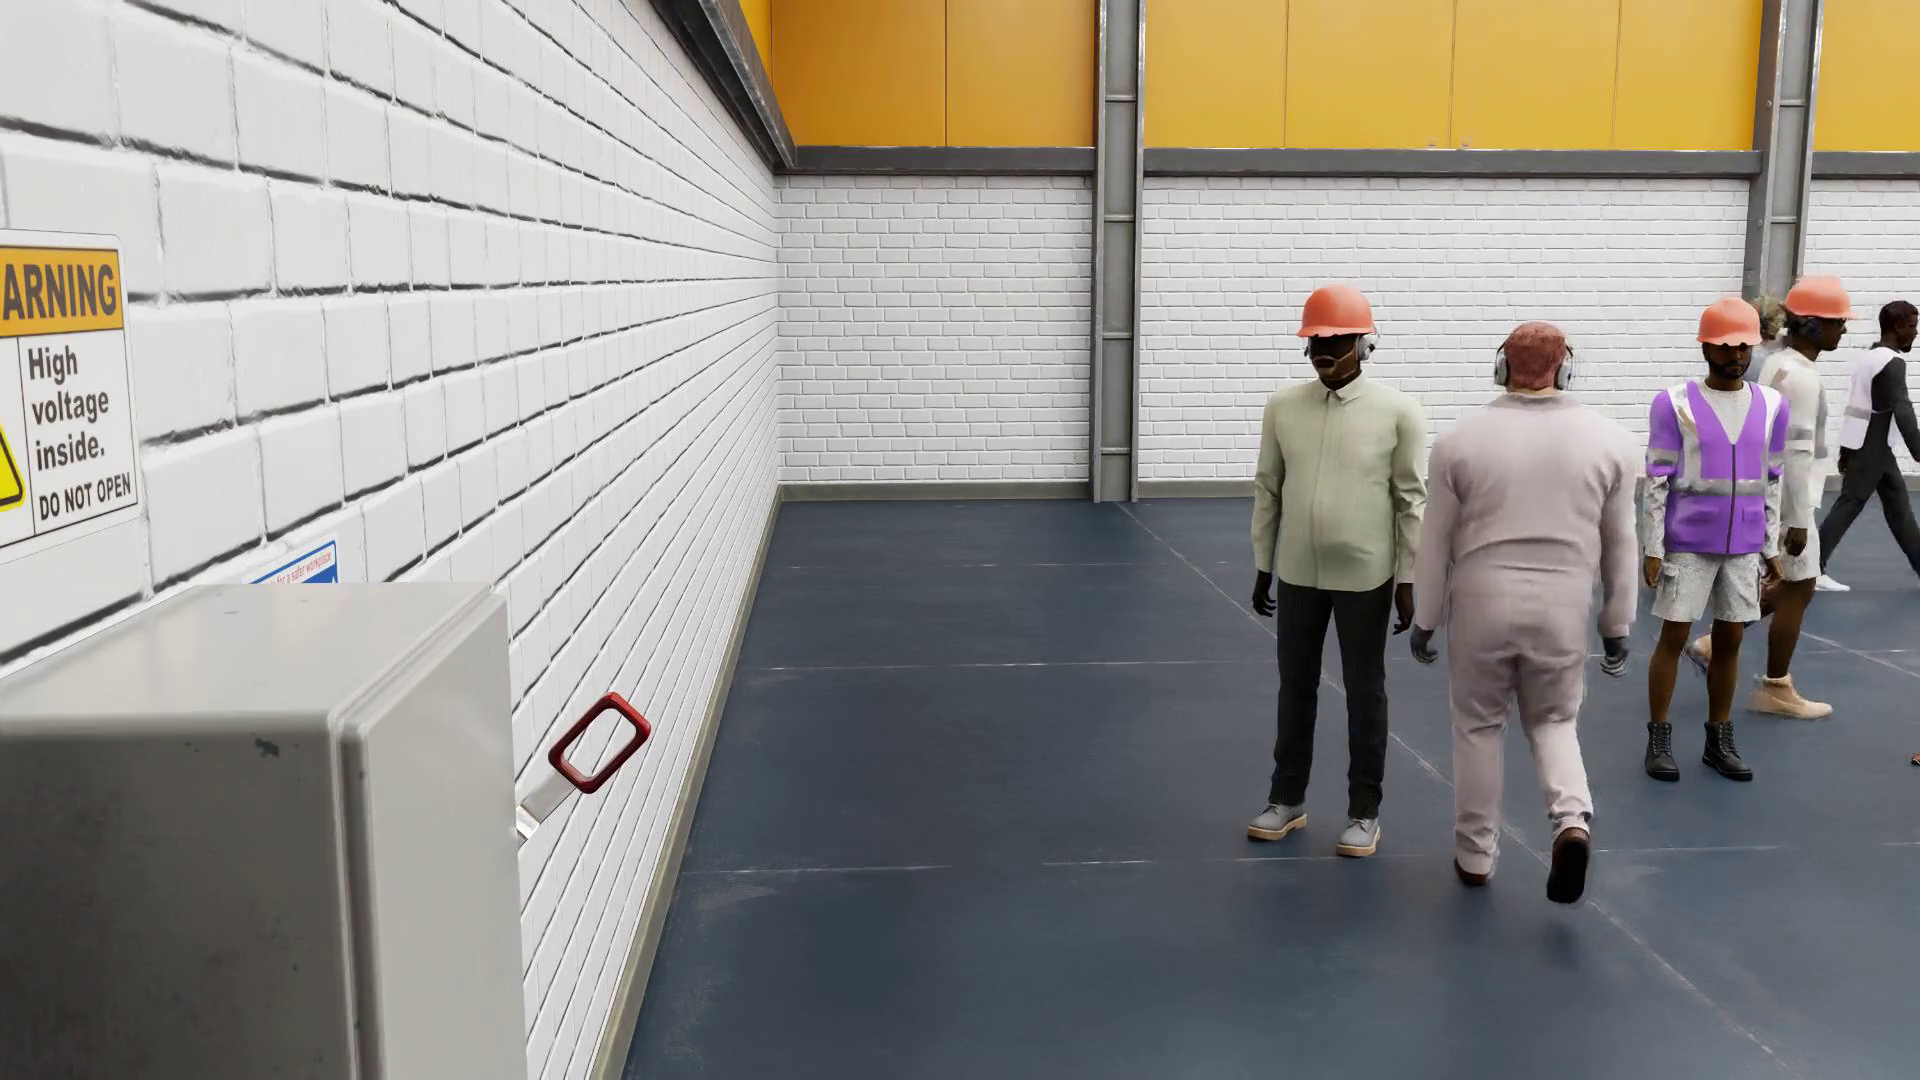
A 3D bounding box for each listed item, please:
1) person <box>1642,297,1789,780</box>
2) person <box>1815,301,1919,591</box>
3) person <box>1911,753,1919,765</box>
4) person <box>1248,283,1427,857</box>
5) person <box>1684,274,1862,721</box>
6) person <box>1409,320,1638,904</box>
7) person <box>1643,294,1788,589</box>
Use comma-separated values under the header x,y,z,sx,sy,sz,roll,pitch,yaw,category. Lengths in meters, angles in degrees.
x,y,z,sx,sy,sz,roll,pitch,yaw,category
3.014,0.007,6.639,0.553,1.935,0.362,0,9,1,person
5.890,-0.572,10.528,1.046,1.857,0.611,3,10,19,person
4.181,0.034,6.680,0.318,1.870,0.531,-7,11,-36,person
1.302,0.109,5.817,0.617,1.993,0.396,6,11,33,person
3.726,-0.184,7.552,0.528,2.024,0.621,3,9,16,person
1.808,0.245,5.316,0.675,1.884,0.597,1,9,8,person
4.754,-0.557,10.272,0.811,1.913,0.632,2,9,12,person
